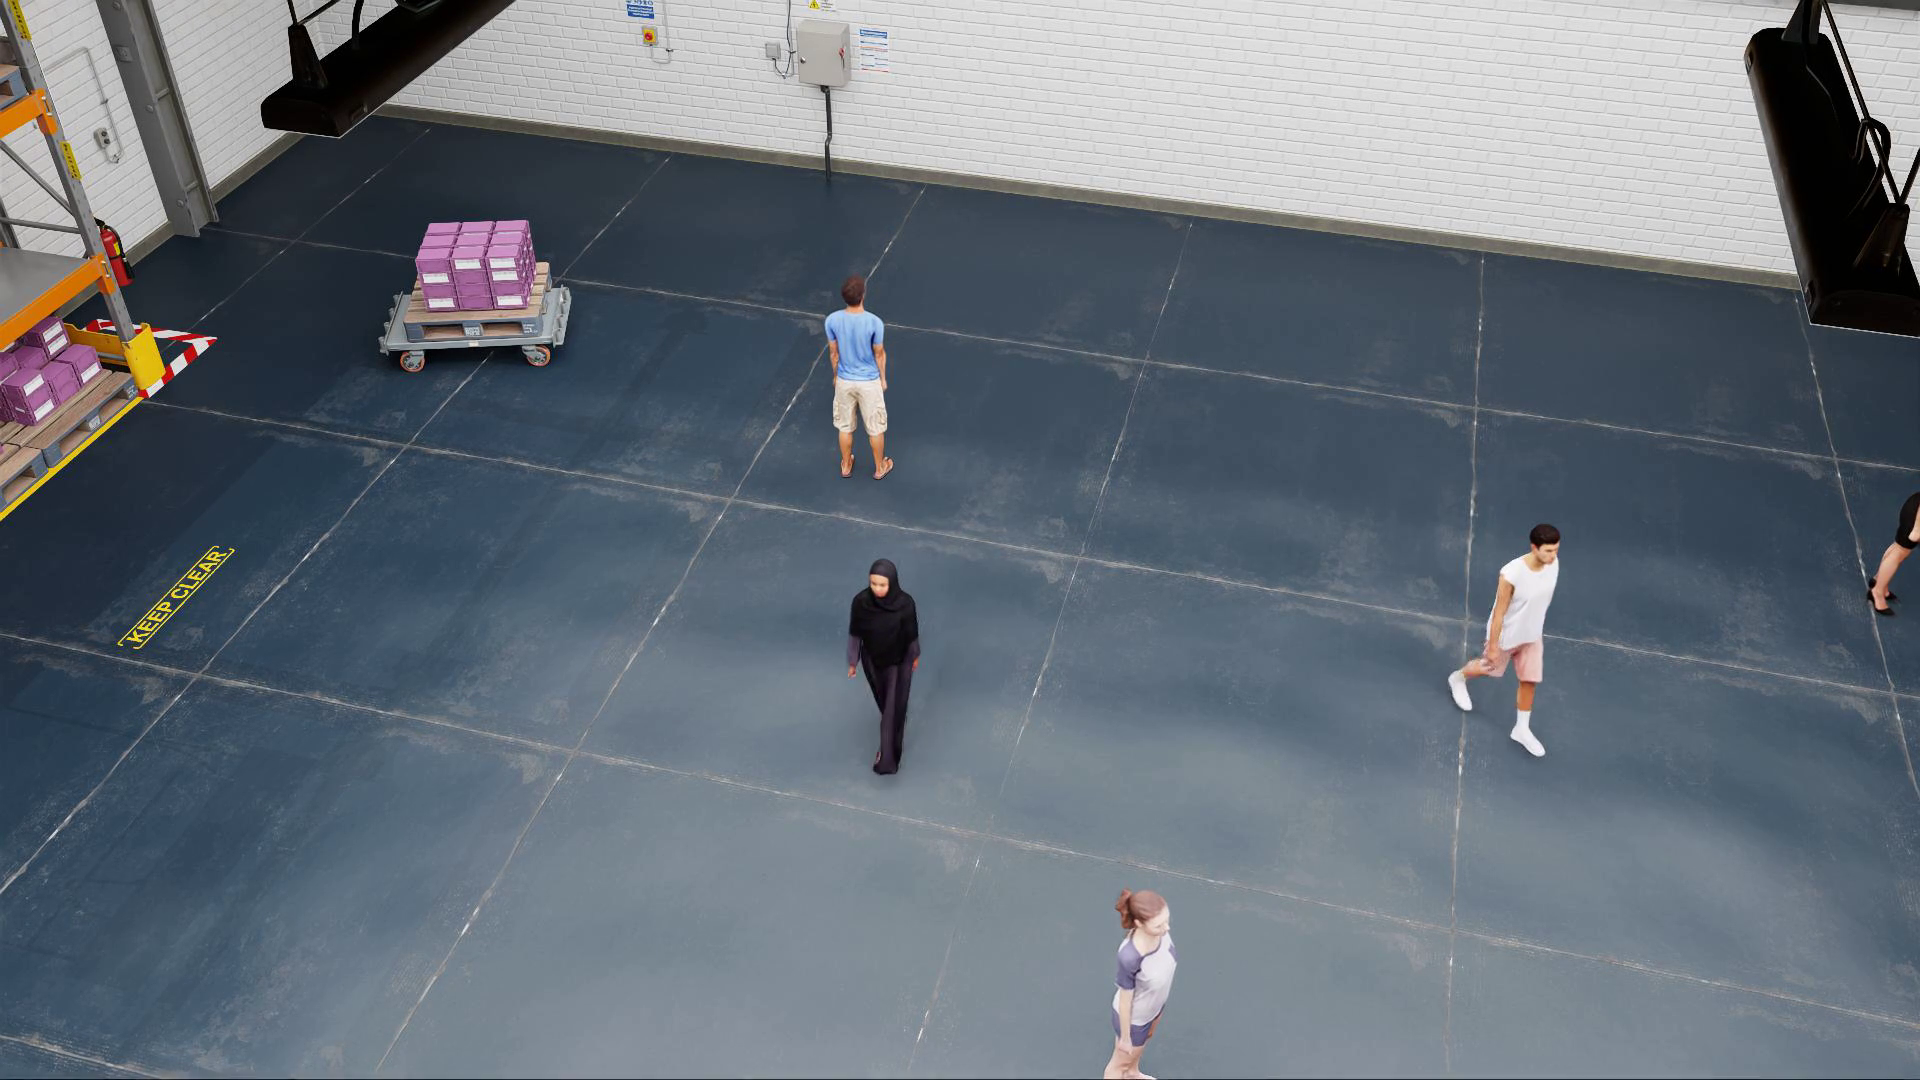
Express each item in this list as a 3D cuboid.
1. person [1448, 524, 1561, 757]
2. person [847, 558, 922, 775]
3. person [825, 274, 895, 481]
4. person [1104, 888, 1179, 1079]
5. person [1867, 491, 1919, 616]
[{"bbox_3d":[3.707,0.573,11.288,1.064,1.749,1.193,-14,41,-17],"label":"person"},{"bbox_3d":[-0.479,0.725,11.211,0.638,1.607,1.097,8,39,10],"label":"person"},{"bbox_3d":[-0.826,-1.314,13.557,0.669,1.865,0.594,6,39,7],"label":"person"},{"bbox_3d":[0.962,2.477,8.890,0.701,1.767,0.579,21,43,24],"label":"person"},{"bbox_3d":[7.071,-0.169,12.299,0.658,1.647,0.528,24,45,27],"label":"person"}]
